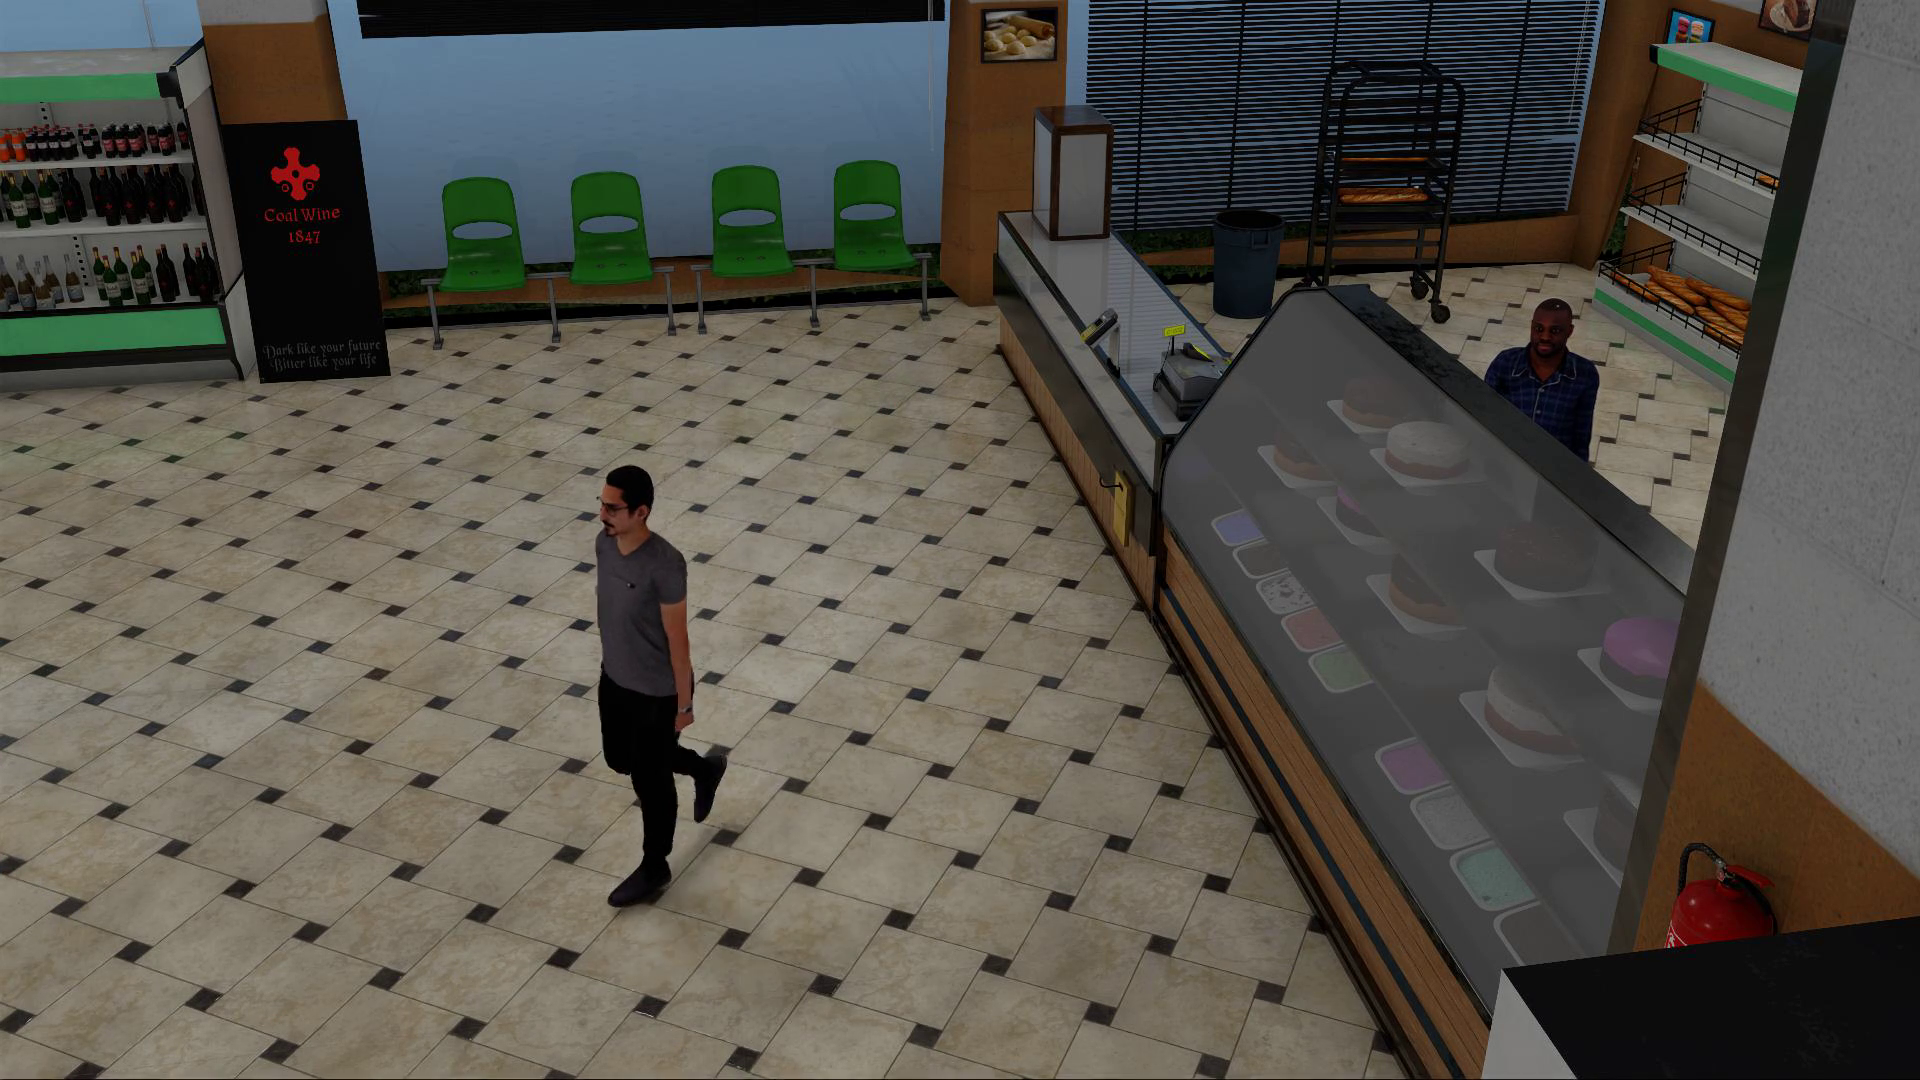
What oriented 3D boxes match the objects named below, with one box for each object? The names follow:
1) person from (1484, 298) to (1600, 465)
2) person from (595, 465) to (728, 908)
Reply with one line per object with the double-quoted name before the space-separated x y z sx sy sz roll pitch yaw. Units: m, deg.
"person" 2.577 -0.230 7.581 0.730 1.824 0.842 9 28 17
"person" -1.108 0.506 6.229 0.955 1.736 1.051 21 33 35
